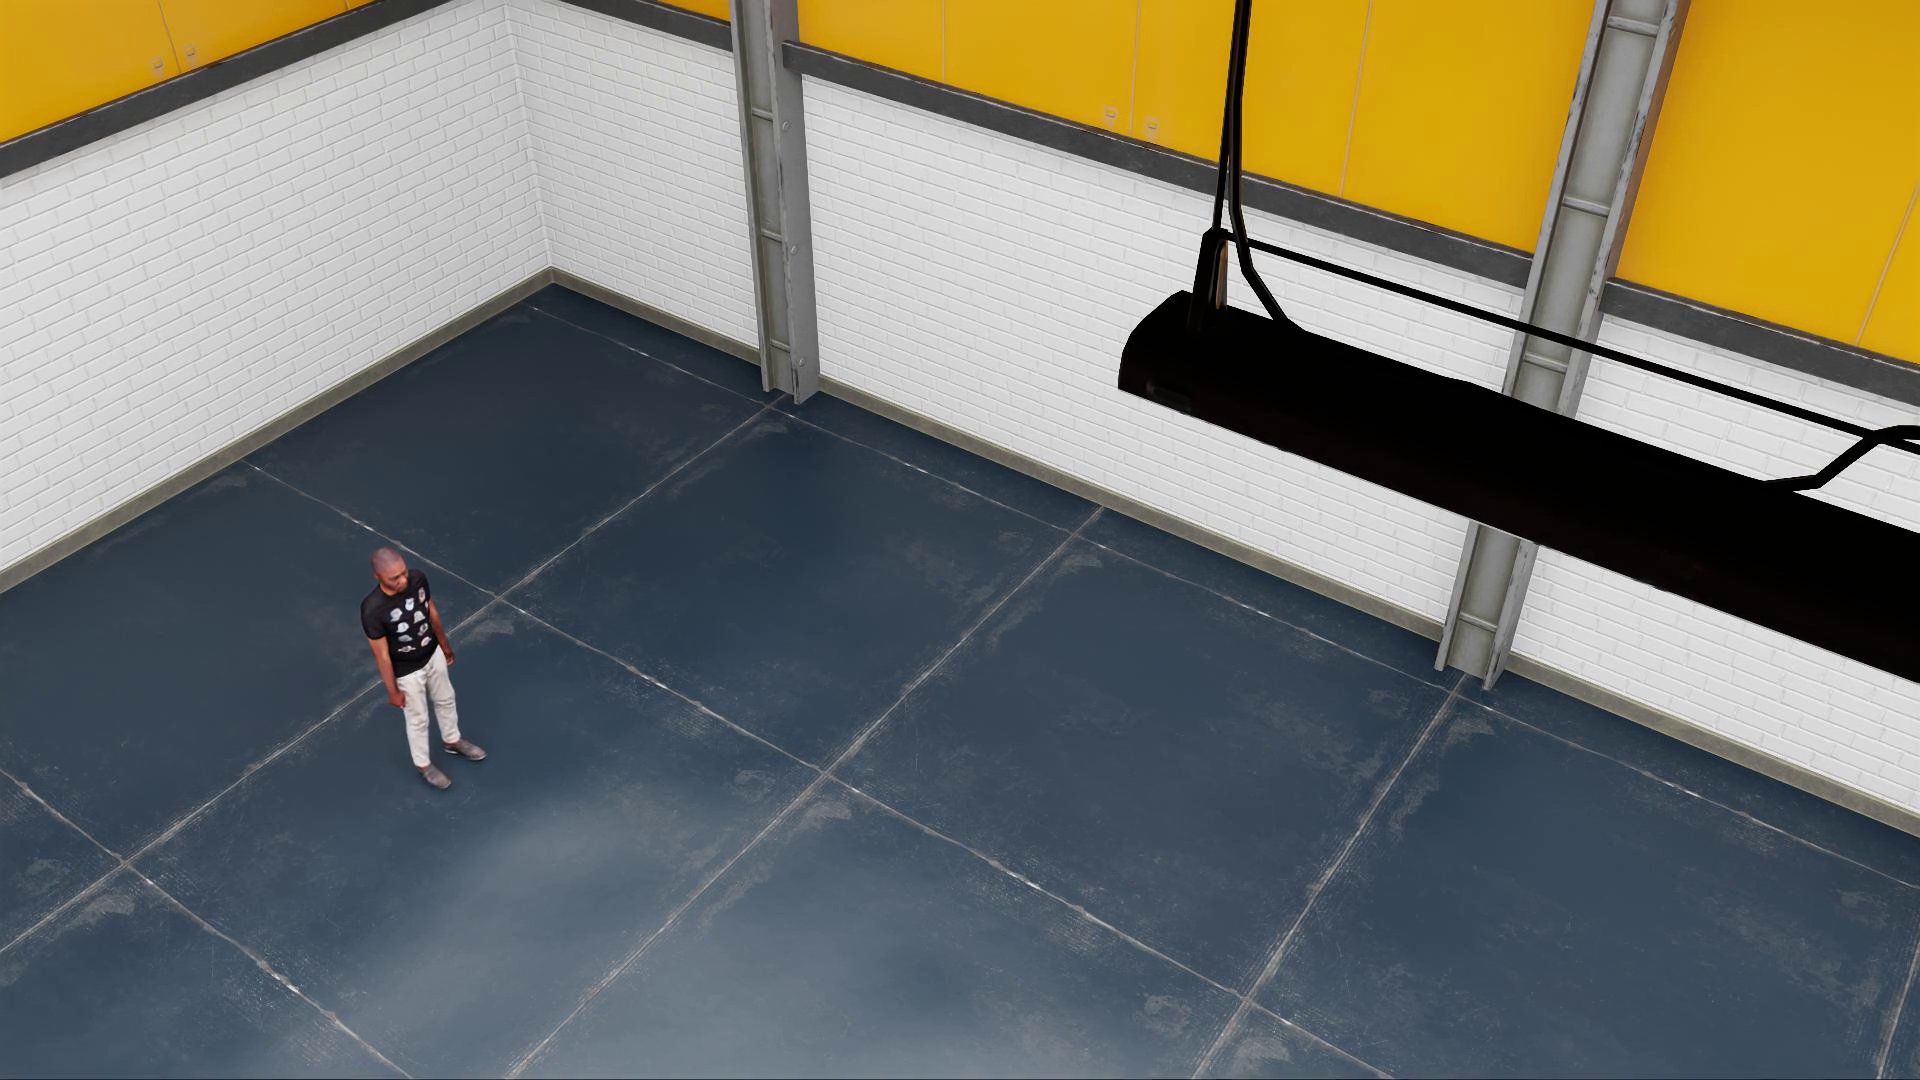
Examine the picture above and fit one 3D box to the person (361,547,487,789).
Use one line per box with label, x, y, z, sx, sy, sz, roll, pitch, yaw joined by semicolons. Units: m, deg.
person;-3.325;0.738;10.107;0.640;1.800;0.687;19;42;22
